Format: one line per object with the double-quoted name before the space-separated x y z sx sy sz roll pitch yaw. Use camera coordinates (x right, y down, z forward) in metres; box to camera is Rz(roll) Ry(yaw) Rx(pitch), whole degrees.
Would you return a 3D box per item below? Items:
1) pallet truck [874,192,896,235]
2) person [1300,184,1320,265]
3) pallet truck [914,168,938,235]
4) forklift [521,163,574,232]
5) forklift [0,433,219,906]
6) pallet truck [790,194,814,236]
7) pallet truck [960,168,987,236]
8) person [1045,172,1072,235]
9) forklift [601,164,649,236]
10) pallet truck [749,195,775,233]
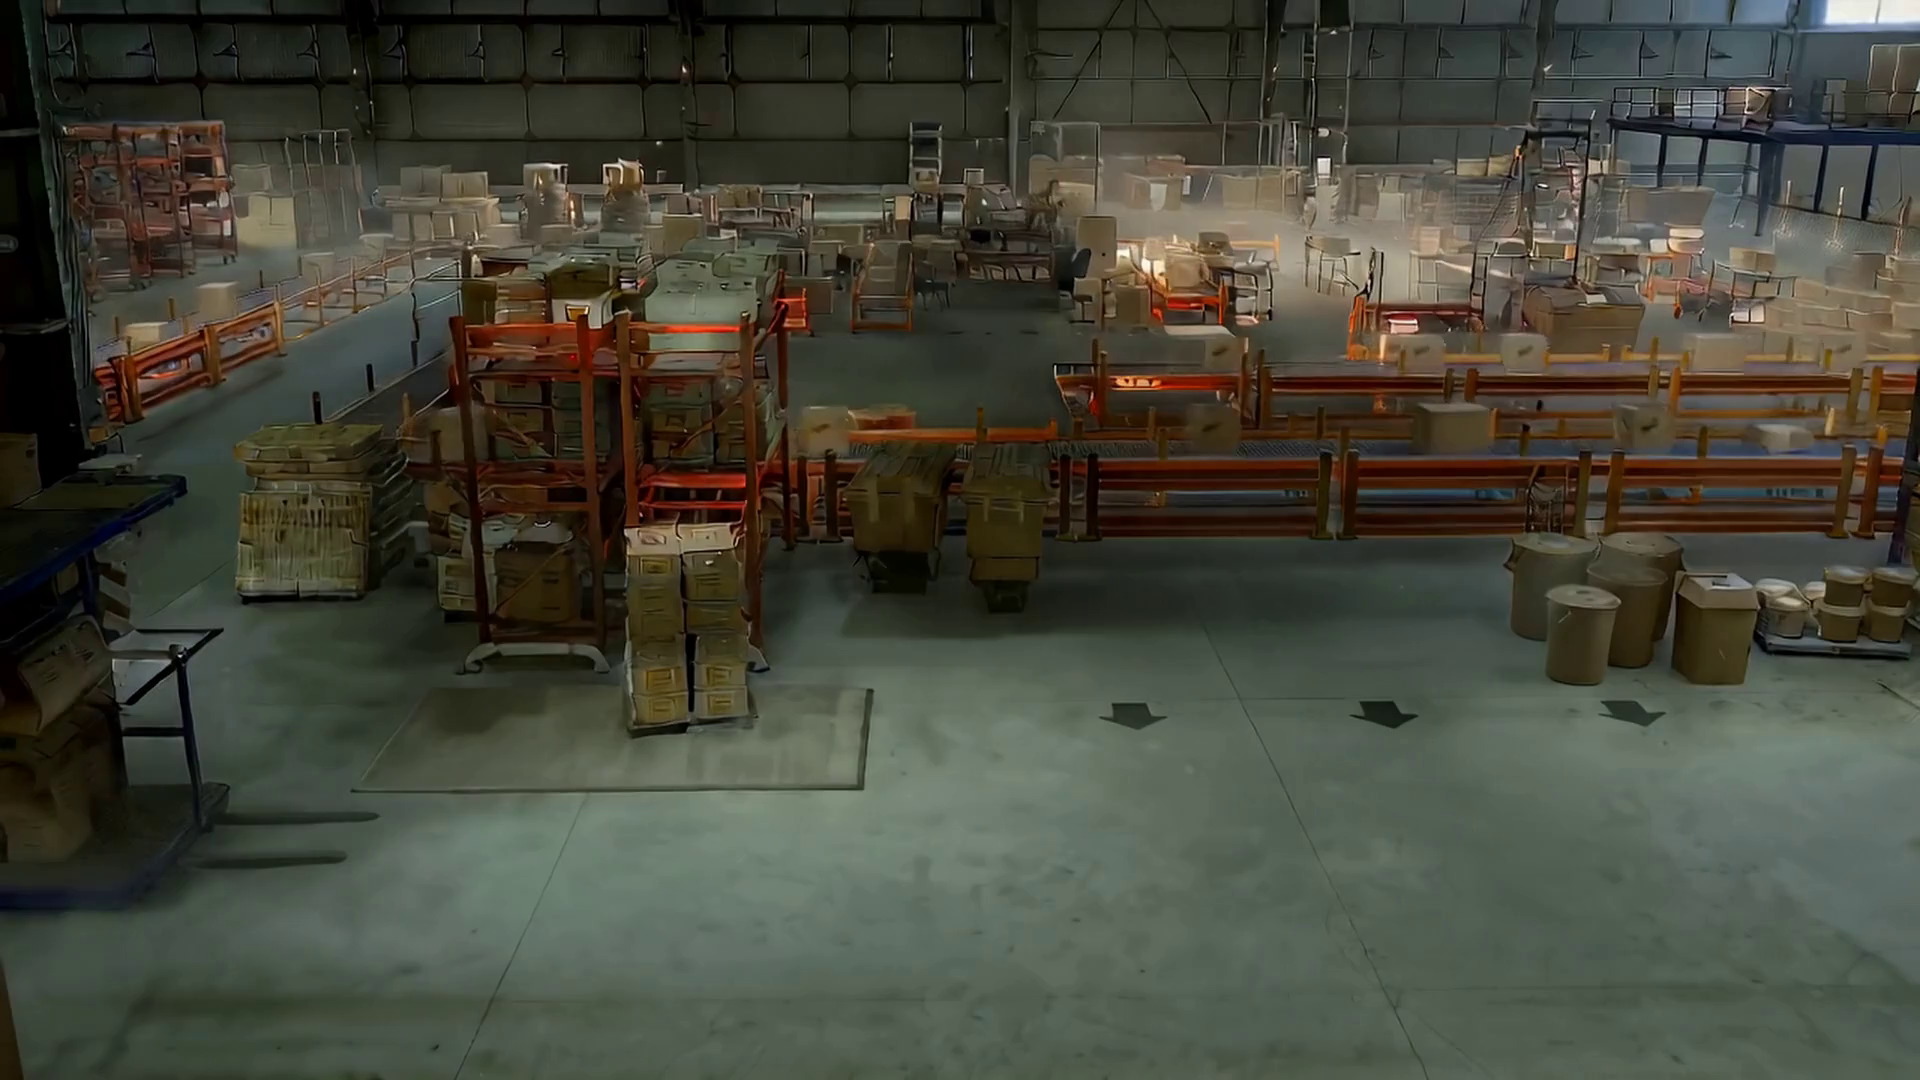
"pallet truck" -2.277 -9.986 50.594 0.653 1.274 1.630 0 16 -1
"person" 9.011 -8.117 42.775 0.368 2.048 0.607 10 19 31
"pallet truck" -0.989 -10.316 50.507 0.823 1.965 1.885 1 16 3
"forklift" -12.233 -10.122 49.298 1.157 1.987 2.680 0 16 -1
"forklift" -5.952 0.780 10.366 1.873 2.768 1.129 0 16 -1
"pallet truck" -4.814 -9.883 50.259 0.704 1.261 1.522 -1 16 -3
"pallet truck" 0.383 -10.230 50.206 0.823 1.965 1.885 -1 16 -3
"person" 2.970 -10.174 50.233 0.932 1.864 0.678 -10 19 -31
"forklift" -9.948 -10.127 49.296 1.157 1.987 2.680 -1 16 -3
"pallet truck" -6.051 -9.967 50.660 0.680 1.201 1.601 0 16 -1
